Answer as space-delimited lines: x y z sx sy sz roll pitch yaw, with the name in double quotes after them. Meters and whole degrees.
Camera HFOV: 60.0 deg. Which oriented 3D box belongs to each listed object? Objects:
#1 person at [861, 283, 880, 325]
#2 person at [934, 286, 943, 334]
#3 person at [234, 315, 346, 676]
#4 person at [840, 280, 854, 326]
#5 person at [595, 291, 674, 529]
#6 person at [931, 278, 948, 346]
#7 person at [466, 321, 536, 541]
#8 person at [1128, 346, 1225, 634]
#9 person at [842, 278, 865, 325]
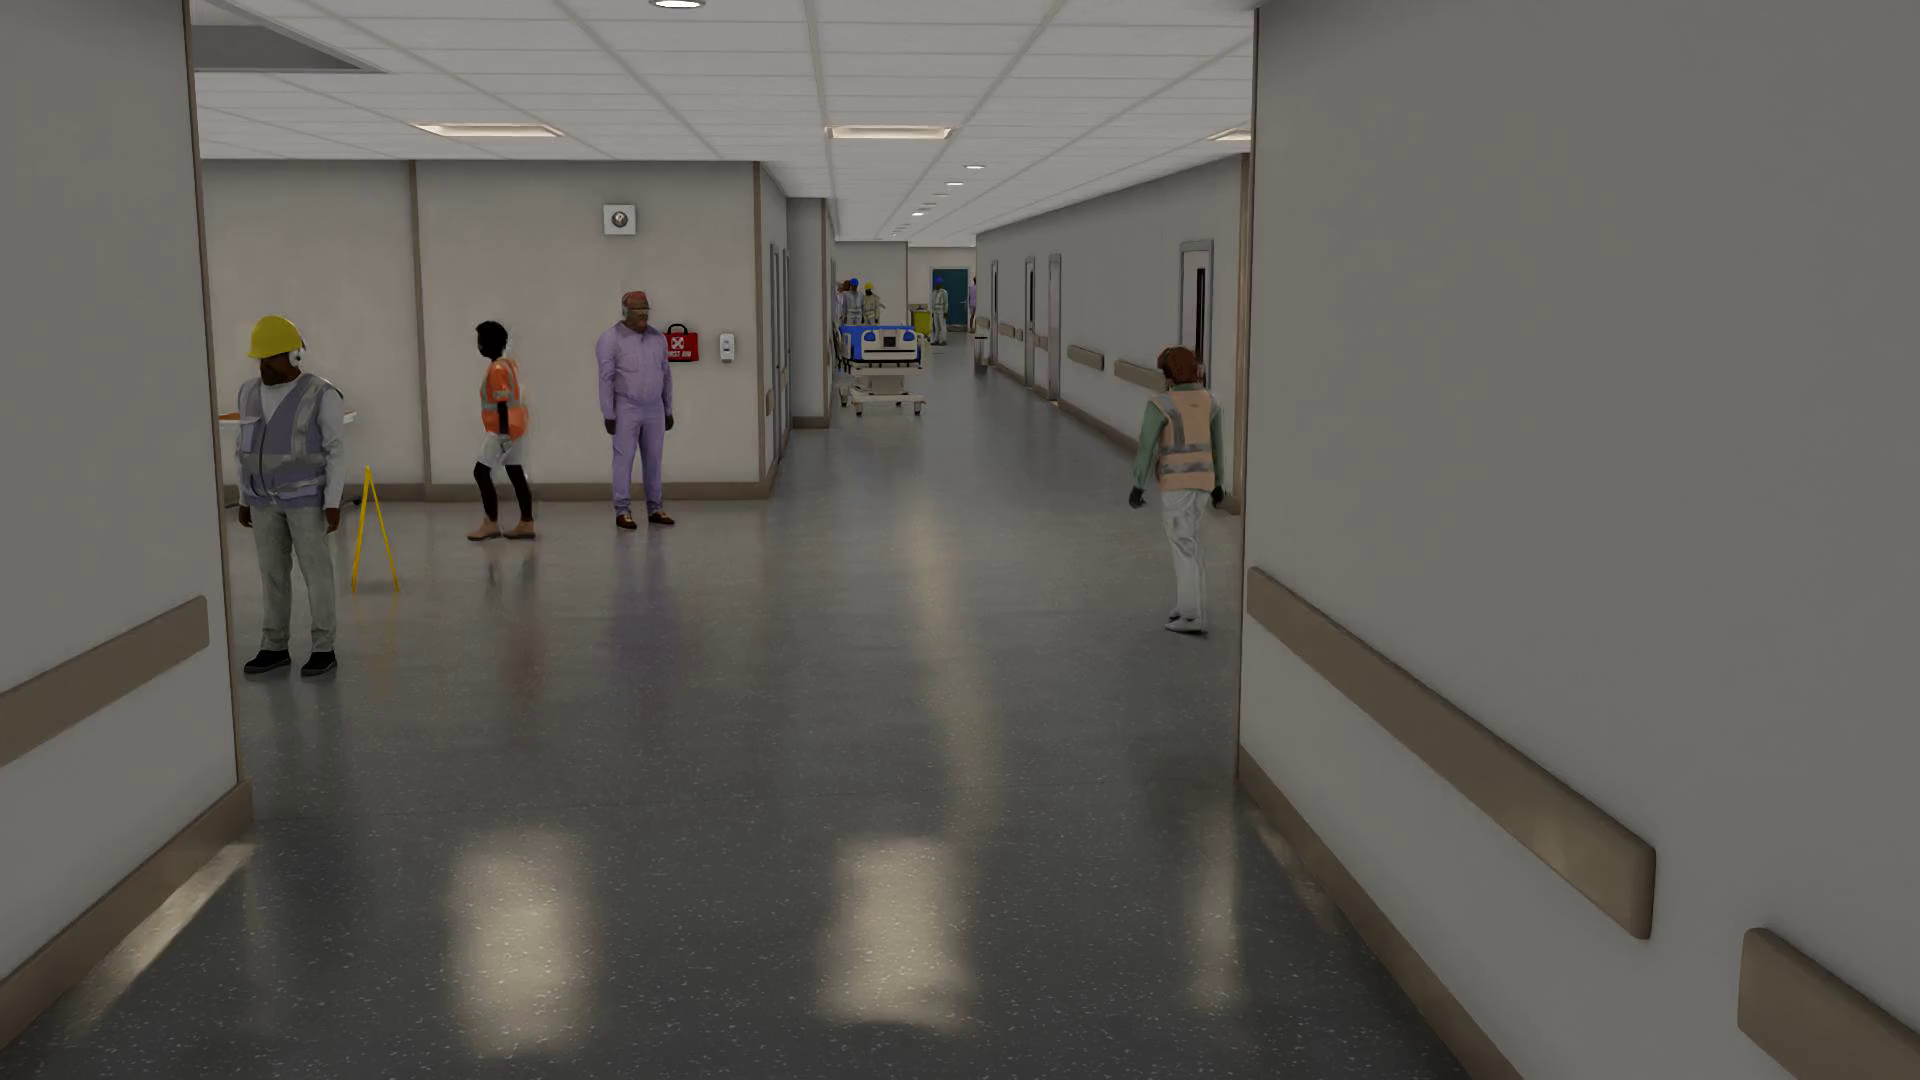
-2.442 -6.045 45.012 0.590 1.823 0.405 6 11 34 "person"
-0.721 -8.030 57.641 0.320 1.766 0.535 5 10 28 "person"
-3.403 -0.218 8.415 0.588 1.822 0.403 2 9 12 "person"
-3.094 -6.201 45.784 0.573 1.883 0.356 9 13 43 "person"
-2.584 -1.042 13.357 0.638 1.900 0.403 -8 12 -41 "person"
-0.600 -6.569 47.891 0.405 1.946 0.610 -8 12 -41 "person"
-3.547 -0.818 12.613 0.640 1.670 0.555 -1 9 -8 "person"
1.249 -0.290 9.465 0.538 1.614 0.541 -6 11 -35 "person"
-2.735 -5.773 42.898 0.605 1.946 0.399 -4 10 -24 "person"
